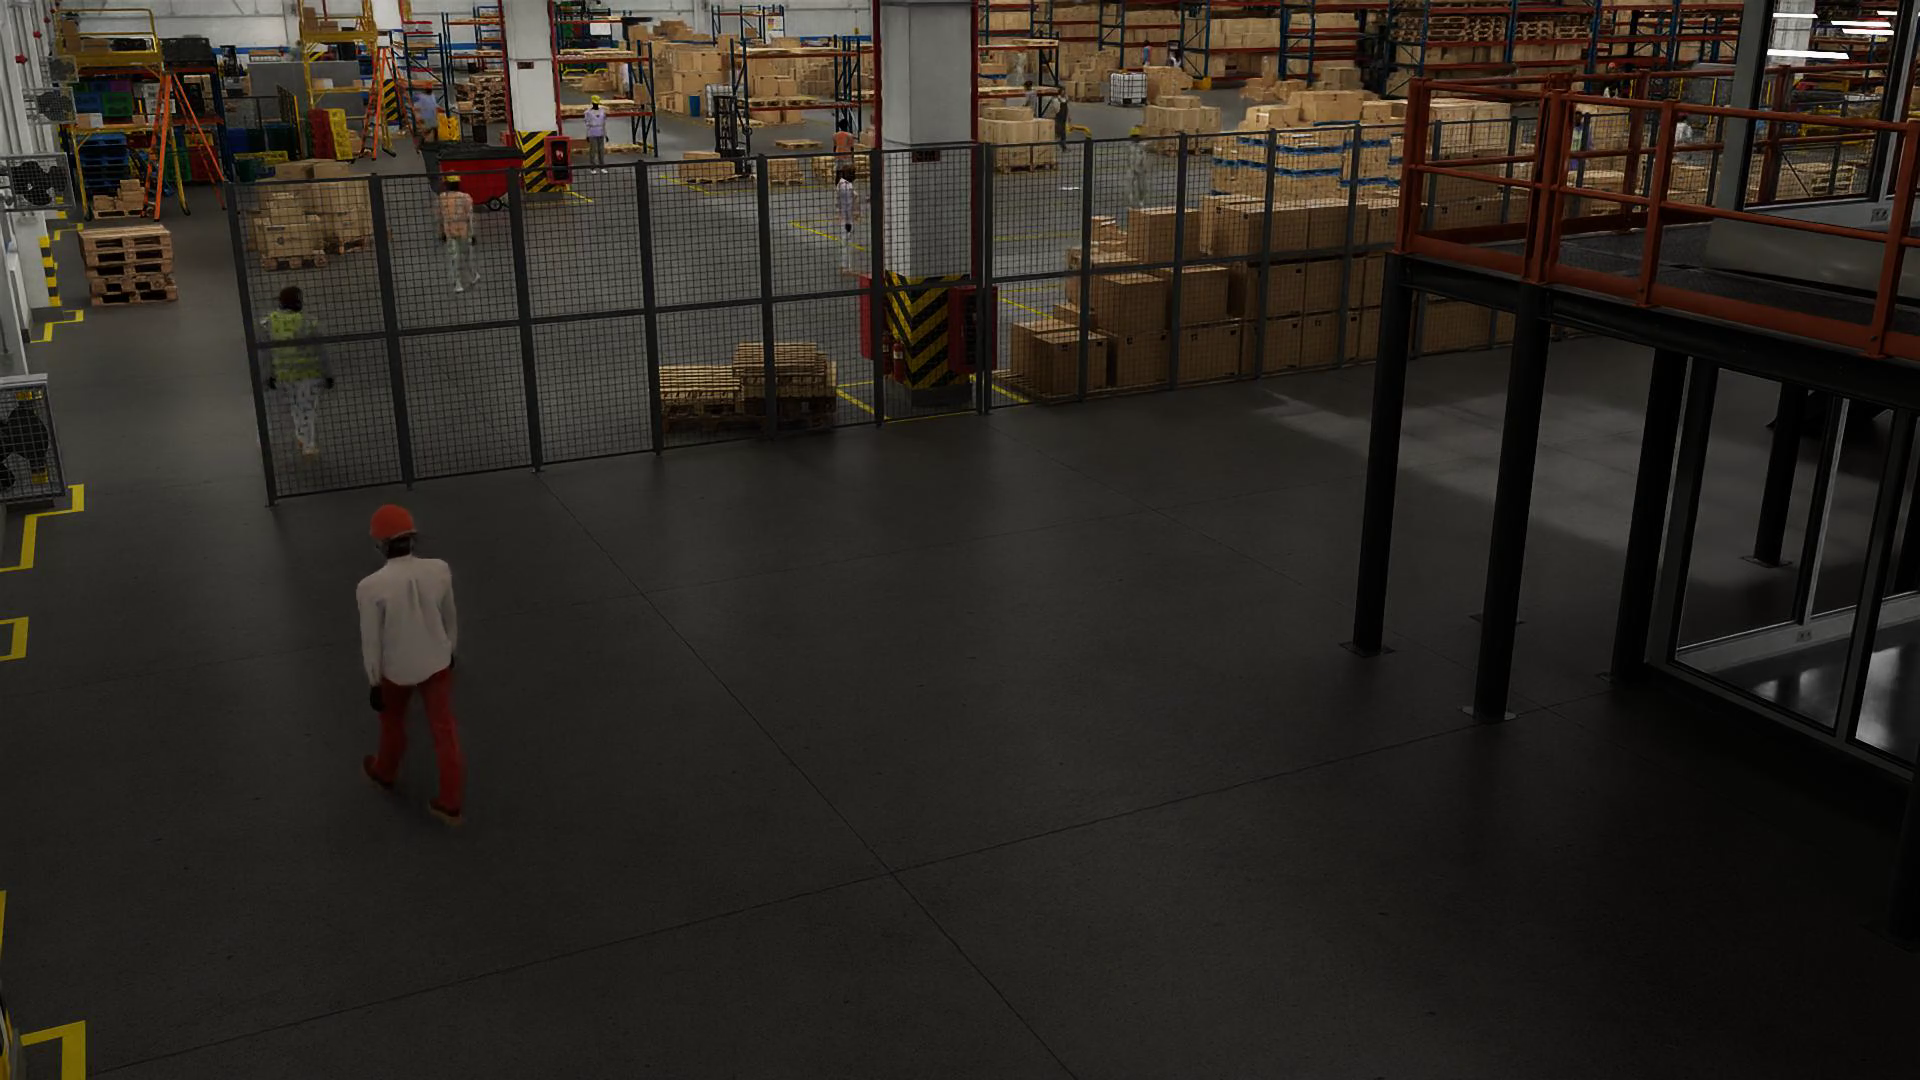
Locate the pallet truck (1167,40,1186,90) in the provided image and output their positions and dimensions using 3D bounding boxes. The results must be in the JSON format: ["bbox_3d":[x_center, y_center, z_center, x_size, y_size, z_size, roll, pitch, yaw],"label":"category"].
[{"bbox_3d":[9.045,-19.971,69.895,0.823,1.965,1.885,-3,19,-8],"label":"pallet truck"}]

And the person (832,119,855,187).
[{"bbox_3d":[-2.617,-8.609,37.428,0.534,1.693,0.321,7,20,20],"label":"person"}]

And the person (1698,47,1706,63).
[{"bbox_3d":[32.254,-20.624,72.347,0.348,1.617,0.529,3,19,10],"label":"person"}]

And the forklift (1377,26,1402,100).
[{"bbox_3d":[16.026,-17.803,62.279,1.873,2.768,1.129,-9,21,-25],"label":"forklift"}]

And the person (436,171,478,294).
[{"bbox_3d":[-7.957,-4.910,26.412,0.615,1.873,0.969,-1,19,-2],"label":"person"}]

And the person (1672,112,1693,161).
[{"bbox_3d":[16.390,-8.878,37.925,1.018,1.886,0.559,-15,24,-36],"label":"person"}]

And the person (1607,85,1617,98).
[{"bbox_3d":[17.746,-11.484,45.485,0.535,1.869,0.314,-9,21,-25],"label":"person"}]

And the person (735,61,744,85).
[{"bbox_3d":[-7.440,-15.435,56.956,0.792,1.851,0.596,-9,21,-23],"label":"person"}]

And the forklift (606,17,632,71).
[{"bbox_3d":[-14.590,-21.543,73.120,1.873,2.768,1.129,-1,19,-2],"label":"forklift"}]

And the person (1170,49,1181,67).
[{"bbox_3d":[8.334,-17.953,64.202,0.635,1.895,0.628,-15,24,-38],"label":"person"}]

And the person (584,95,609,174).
[{"bbox_3d":[-9.022,-10.082,41.351,0.585,1.917,0.382,-13,23,-34],"label":"person"}]

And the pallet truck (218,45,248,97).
[{"bbox_3d":[-28.879,-18.665,66.111,0.823,1.965,1.885,-3,19,-9],"label":"pallet truck"}]

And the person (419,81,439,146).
[{"bbox_3d":[-14.822,-11.833,46.423,0.628,1.916,0.562,14,24,35],"label":"person"}]

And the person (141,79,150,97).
[{"bbox_3d":[-25.094,-13.430,51.488,0.515,1.634,0.314,9,21,25],"label":"person"}]

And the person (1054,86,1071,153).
[{"bbox_3d":[2.746,-11.679,46.131,0.836,1.824,0.514,15,24,37],"label":"person"}]

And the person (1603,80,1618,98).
[{"bbox_3d":[18.818,-12.512,48.318,0.368,1.967,0.602,-3,19,-9],"label":"person"}]

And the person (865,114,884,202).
[{"bbox_3d":[-1.768,-8.278,36.106,0.616,1.927,0.645,11,22,28],"label":"person"}]

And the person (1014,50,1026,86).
[{"bbox_3d":[2.611,-20.515,72.083,0.572,1.594,0.829,-18,26,-41],"label":"person"}]

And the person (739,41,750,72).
[{"bbox_3d":[-9.246,-20.382,71.176,0.631,1.939,0.369,-6,20,-18],"label":"person"}]

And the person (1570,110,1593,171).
[{"bbox_3d":[13.914,-8.733,37.474,0.630,1.890,0.605,6,20,16],"label":"person"}]

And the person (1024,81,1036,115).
[{"bbox_3d":[2.028,-12.237,47.739,0.392,1.837,0.599,7,20,19],"label":"person"}]

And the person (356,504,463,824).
[{"bbox_3d":[-3.352,0.706,10.016,0.653,1.951,0.960,-17,25,-41],"label":"person"}]

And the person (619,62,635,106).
[{"bbox_3d":[-12.052,-16.585,60.240,0.576,1.889,0.506,4,19,11],"label":"person"}]

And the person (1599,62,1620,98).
[{"bbox_3d":[21.196,-14.583,54.308,0.633,1.973,0.515,8,20,21],"label":"person"}]

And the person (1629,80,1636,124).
[{"bbox_3d":[22.194,-14.526,54.486,0.375,1.754,0.539,15,24,37],"label":"person"}]

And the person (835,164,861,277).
[{"bbox_3d":[-1.857,-5.319,27.662,0.430,1.840,0.625,-1,19,-4],"label":"person"}]

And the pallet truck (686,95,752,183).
[{"bbox_3d":[-5.836,-9.608,39.856,0.823,1.965,1.885,10,22,27],"label":"pallet truck"}]

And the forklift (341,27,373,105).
[{"bbox_3d":[-22.275,-17.346,60.954,1.873,2.768,1.129,-9,21,-25],"label":"forklift"}]

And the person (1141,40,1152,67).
[{"bbox_3d":[8.280,-21.298,73.976,0.429,1.845,0.622,9,21,24],"label":"person"}]

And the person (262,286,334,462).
[{"bbox_3d":[-6.821,-1.744,17.315,0.660,1.824,0.587,4,19,11],"label":"person"}]

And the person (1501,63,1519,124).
[{"bbox_3d":[17.599,-14.199,53.098,0.677,2.000,0.699,8,20,21],"label":"person"}]

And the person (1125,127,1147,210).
[{"bbox_3d":[3.757,-7.952,35.499,0.490,1.702,0.884,5,20,15],"label":"person"}]

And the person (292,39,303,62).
[{"bbox_3d":[-28.677,-20.786,72.380,0.643,1.919,0.544,0,19,-1],"label":"person"}]
